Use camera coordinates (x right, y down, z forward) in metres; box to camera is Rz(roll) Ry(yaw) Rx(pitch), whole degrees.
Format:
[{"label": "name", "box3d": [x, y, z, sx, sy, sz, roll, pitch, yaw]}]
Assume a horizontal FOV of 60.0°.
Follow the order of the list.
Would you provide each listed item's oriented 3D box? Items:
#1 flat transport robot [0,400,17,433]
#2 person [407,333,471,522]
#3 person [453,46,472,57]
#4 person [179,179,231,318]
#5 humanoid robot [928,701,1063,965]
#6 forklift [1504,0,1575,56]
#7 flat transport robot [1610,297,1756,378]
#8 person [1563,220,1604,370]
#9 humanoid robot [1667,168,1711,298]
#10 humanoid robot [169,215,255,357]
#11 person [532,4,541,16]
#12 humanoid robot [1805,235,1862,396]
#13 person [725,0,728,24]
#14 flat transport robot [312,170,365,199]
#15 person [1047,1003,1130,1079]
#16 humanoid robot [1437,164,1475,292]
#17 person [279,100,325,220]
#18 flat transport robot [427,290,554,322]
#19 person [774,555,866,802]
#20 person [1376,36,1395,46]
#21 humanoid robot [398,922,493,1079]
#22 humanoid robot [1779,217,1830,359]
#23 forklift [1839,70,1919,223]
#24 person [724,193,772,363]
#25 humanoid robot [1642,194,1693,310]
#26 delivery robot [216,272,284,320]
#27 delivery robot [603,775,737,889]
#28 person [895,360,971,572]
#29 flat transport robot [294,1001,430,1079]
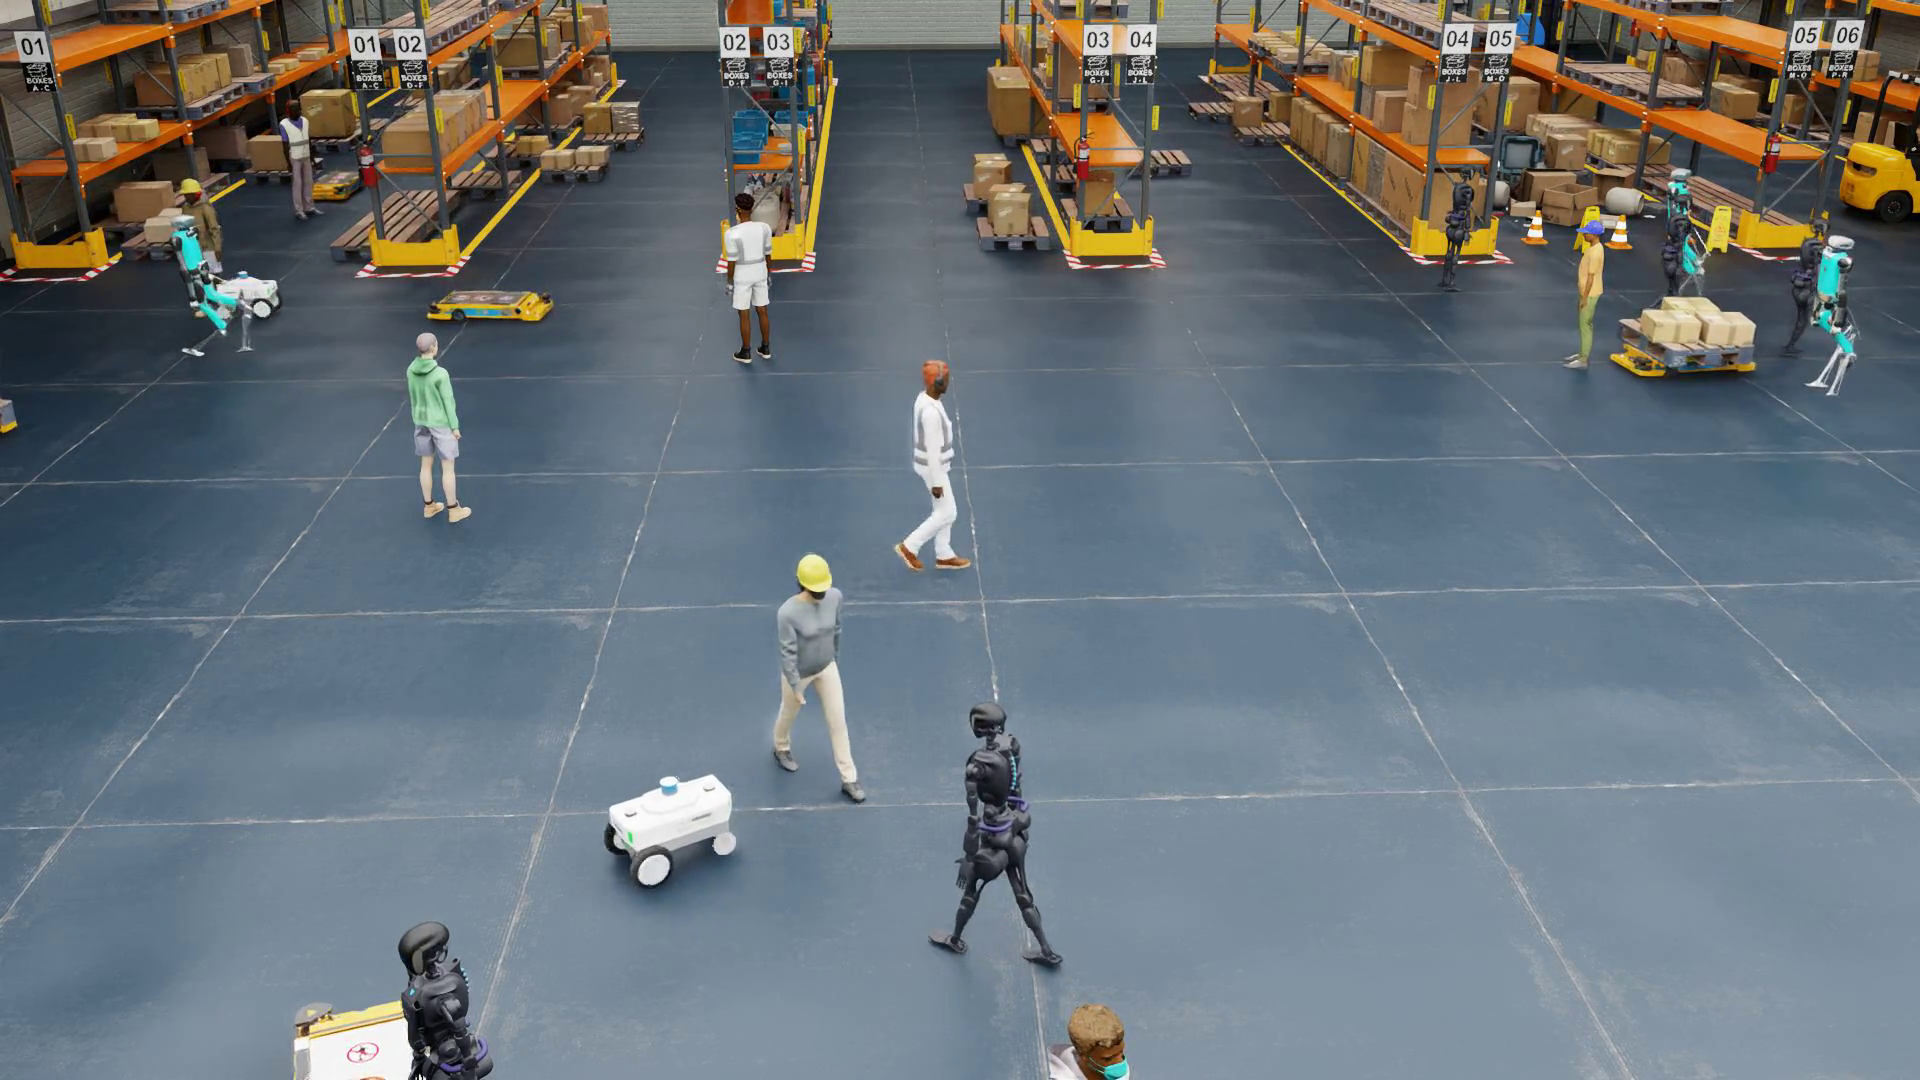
[{"label": "flat transport robot", "box3d": [-10.313, -1.009, 16.741, 0.659, 0.231, 1.431, 6, 25, 13]}, {"label": "person", "box3d": [-4.720, -1.007, 14.937, 0.471, 1.734, 0.324, 9, 26, 20]}, {"label": "person", "box3d": [-11.319, -11.097, 37.648, 0.538, 1.695, 0.318, 1, 24, 2]}, {"label": "person", "box3d": [-9.487, -3.663, 20.864, 0.556, 1.761, 0.407, 9, 25, 18]}, {"label": "humanoid robot", "box3d": [0.199, 1.620, 9.159, 0.784, 1.621, 0.612, 13, 27, 27]}, {"label": "forklift", "box3d": [14.700, -13.805, 42.301, 1.873, 2.768, 1.129, -1, 24, -2]}, {"label": "flat transport robot", "box3d": [8.336, -2.102, 19.196, 1.431, 0.231, 0.659, -4, 24, -9]}, {"label": "person", "box3d": [7.168, -2.802, 18.999, 0.305, 1.708, 0.432, 7, 25, 15]}, {"label": "humanoid robot", "box3d": [9.410, -3.787, 21.275, 0.893, 1.844, 0.575, 16, 29, 32]}, {"label": "humanoid robot", "box3d": [-8.574, -2.873, 19.154, 1.042, 1.734, 0.545, 1, 24, 2]}, {"label": "person", "box3d": [-10.499, -12.644, 40.923, 0.382, 1.861, 0.531, 8, 25, 17]}, {"label": "humanoid robot", "box3d": [9.622, -2.418, 18.137, 0.695, 1.815, 0.530, -2, 24, -4]}, {"label": "person", "box3d": [-5.676, -12.423, 40.566, 0.404, 1.750, 0.540, -5, 25, -12]}, {"label": "flat transport robot", "box3d": [-10.392, -5.937, 27.812, 0.659, 0.231, 1.431, 0, 24, -1]}, {"label": "person", "box3d": [0.497, 2.617, 6.569, 0.373, 1.917, 0.489, 20, 31, 37]}, {"label": "humanoid robot", "box3d": [6.616, -4.160, 22.071, 0.315, 1.657, 0.599, -1, 24, -2]}, {"label": "person", "box3d": [-10.282, -5.916, 25.848, 0.397, 1.832, 0.567, 10, 26, 22]}, {"label": "flat transport robot", "box3d": [-5.968, -2.974, 21.154, 1.431, 0.231, 0.659, 1, 24, 3]}, {"label": "person", "box3d": [-0.974, 0.835, 10.815, 0.514, 1.705, 0.876, -16, 29, -32]}, {"label": "person", "box3d": [10.844, -13.037, 41.951, 0.866, 1.757, 0.601, 4, 24, 8]}, {"label": "humanoid robot", "box3d": [-2.256, 2.384, 7.370, 0.315, 1.655, 0.599, -19, 30, -36]}, {"label": "humanoid robot", "box3d": [9.869, -2.927, 19.308, 0.418, 1.648, 0.613, 6, 25, 12]}, {"label": "forklift", "box3d": [15.132, -6.143, 25.915, 2.313, 2.155, 1.214, -1, 24, -2]}, {"label": "person", "box3d": [-2.435, -3.026, 19.188, 0.605, 1.966, 0.368, -17, 29, -33]}, {"label": "humanoid robot", "box3d": [8.814, -3.486, 20.593, 0.487, 1.633, 0.608, 7, 25, 15]}, {"label": "delivery robot", "box3d": [-9.037, -3.105, 21.088, 0.788, 0.587, 0.499, -2, 24, -4]}, {"label": "delivery robot", "box3d": [-1.786, 1.750, 10.213, 0.818, 0.614, 0.499, -15, 28, -30]}, {"label": "person", "box3d": [-0.212, -0.599, 13.863, 0.567, 1.863, 0.588, -3, 24, -6]}, {"label": "flat transport robot", "box3d": [-2.937, 2.770, 8.249, 0.659, 0.231, 1.431, -9, 25, -18]}]
